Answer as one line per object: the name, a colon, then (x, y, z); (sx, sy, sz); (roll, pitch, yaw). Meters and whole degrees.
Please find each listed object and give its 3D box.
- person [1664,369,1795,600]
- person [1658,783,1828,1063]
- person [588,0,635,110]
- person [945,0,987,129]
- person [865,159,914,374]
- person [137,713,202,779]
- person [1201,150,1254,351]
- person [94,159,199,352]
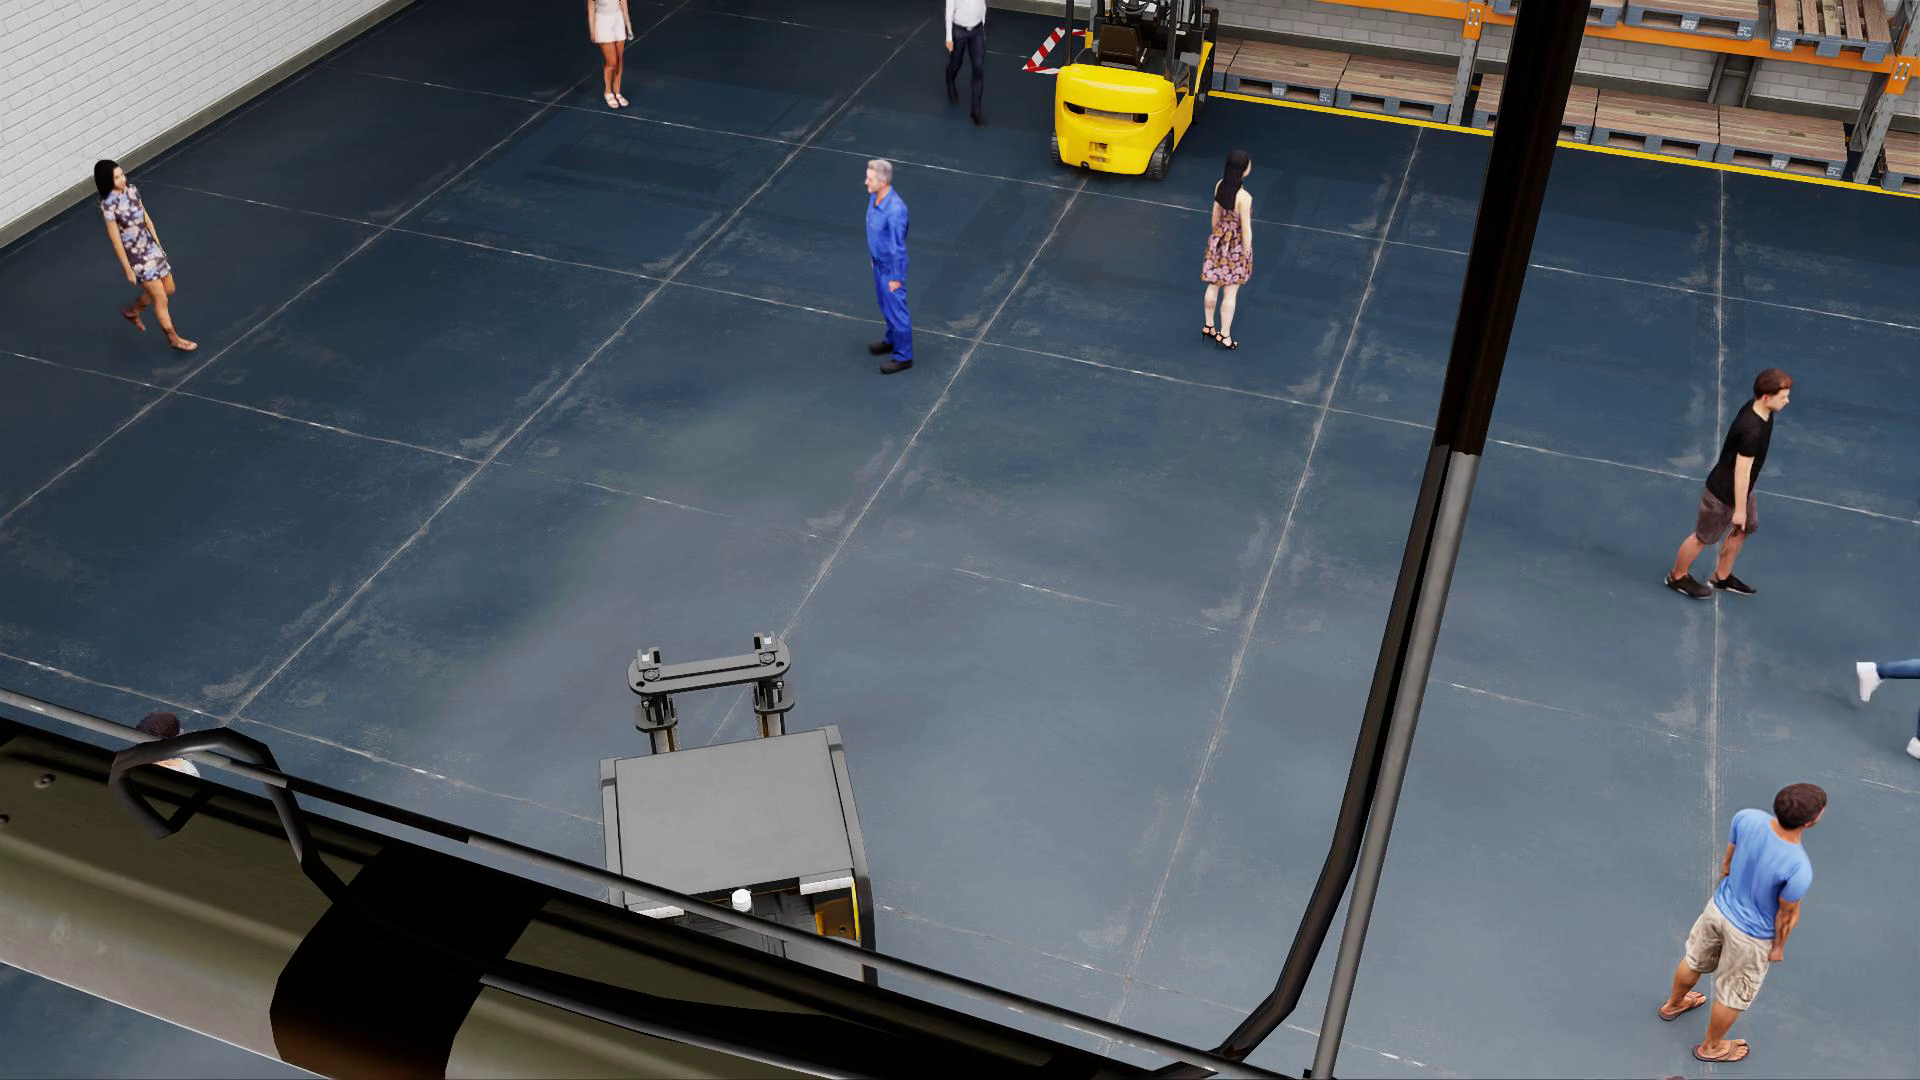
person: (5.104, -0.394, 11.187); (0.884, 1.845, 0.790); (22, 44, 25)
person: (3.921, 1.891, 8.311); (0.778, 1.864, 0.735); (-13, 40, -16)
person: (-3.757, -5.452, 17.650); (0.685, 1.684, 0.727); (-32, 48, -33)
person: (0.034, -5.356, 17.403); (1.220, 1.842, 1.198); (-12, 40, -14)
person: (-0.563, -2.247, 13.523); (0.822, 1.825, 0.783); (-14, 41, -17)
person: (-4.214, 1.570, 8.971); (0.739, 1.541, 0.671); (-28, 46, -30)
person: (2.227, -2.396, 13.751); (0.863, 1.774, 0.789); (-23, 44, -26)
person: (-6.828, -2.345, 13.728); (0.922, 1.722, 0.720); (5, 39, 6)
